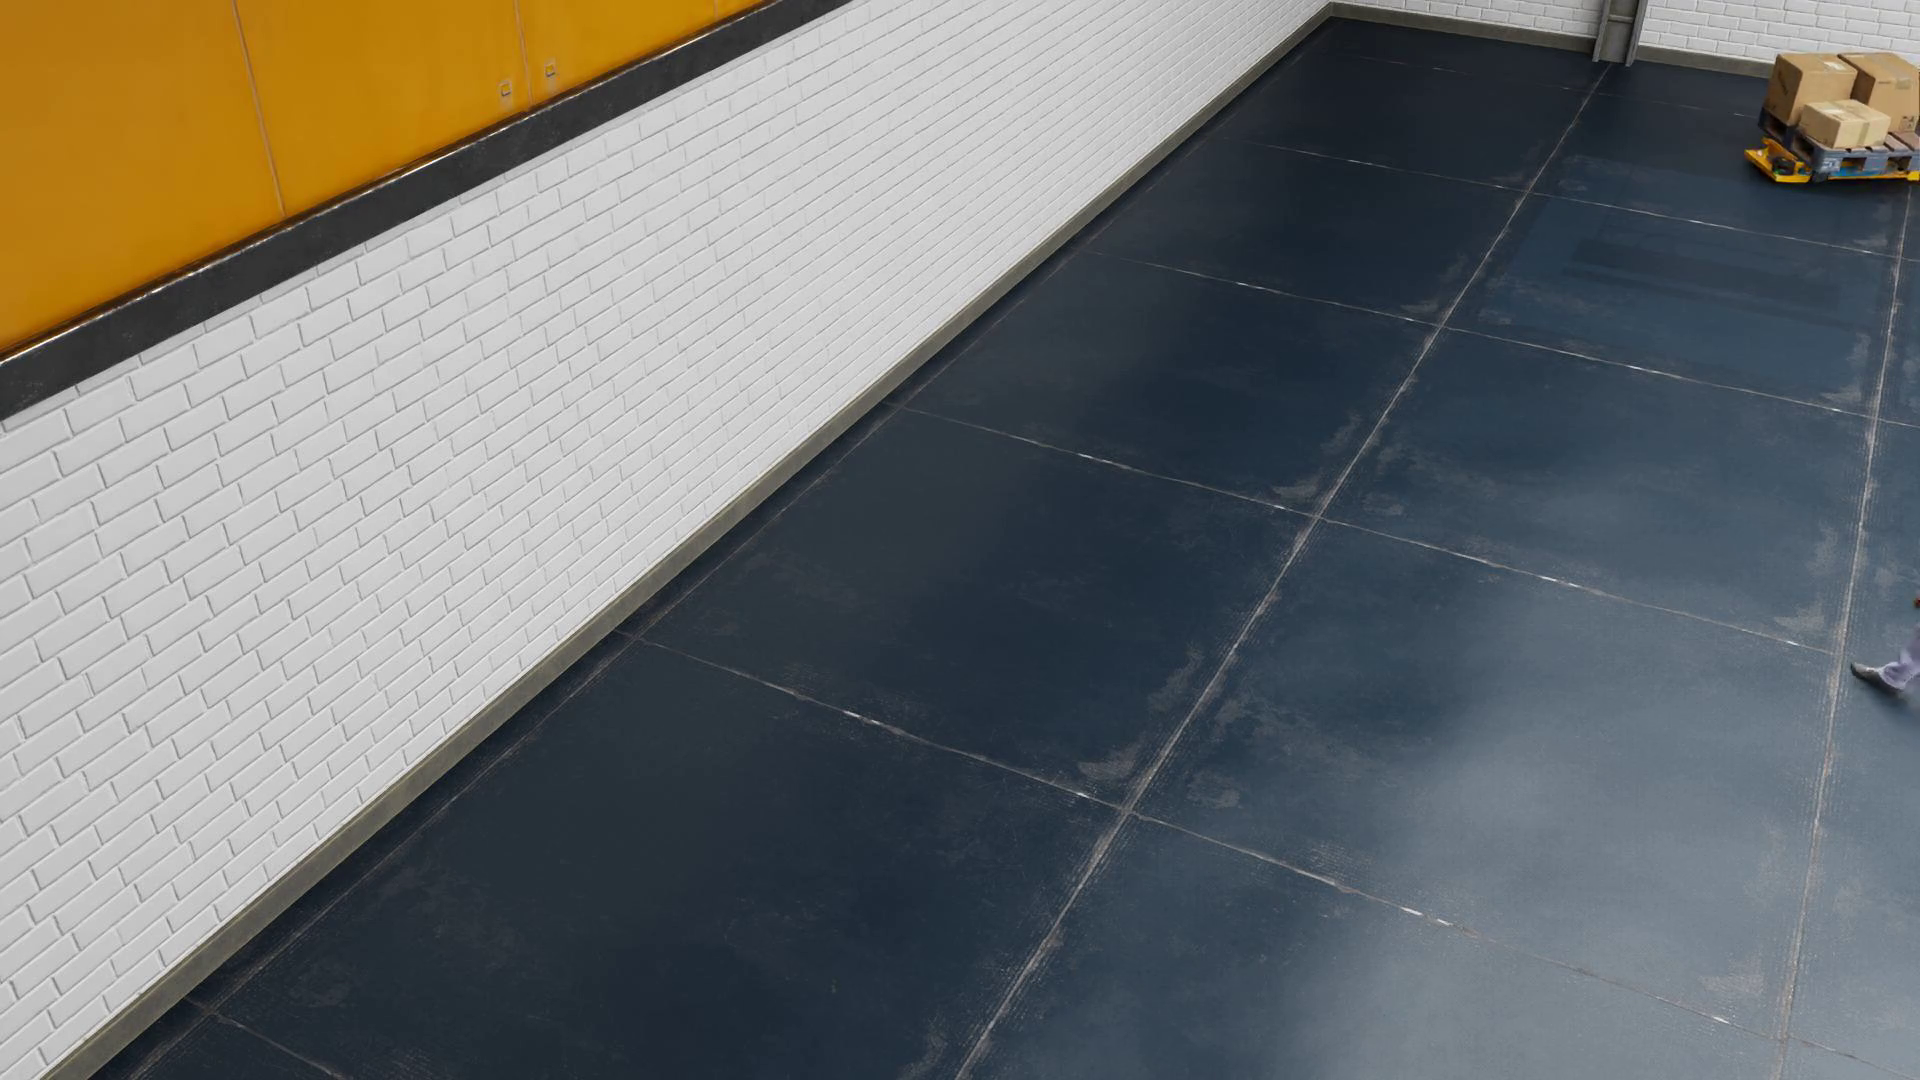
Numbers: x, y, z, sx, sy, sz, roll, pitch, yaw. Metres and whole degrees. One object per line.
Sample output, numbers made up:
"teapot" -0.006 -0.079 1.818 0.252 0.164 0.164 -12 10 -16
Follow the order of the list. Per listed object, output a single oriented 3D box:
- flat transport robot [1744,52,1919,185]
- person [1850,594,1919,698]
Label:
"flat transport robot" 7.988 -3.463 15.130 1.431 0.231 0.659 -2 34 -3
"person" 5.127 0.223 8.269 0.584 1.805 0.926 -23 40 -30
